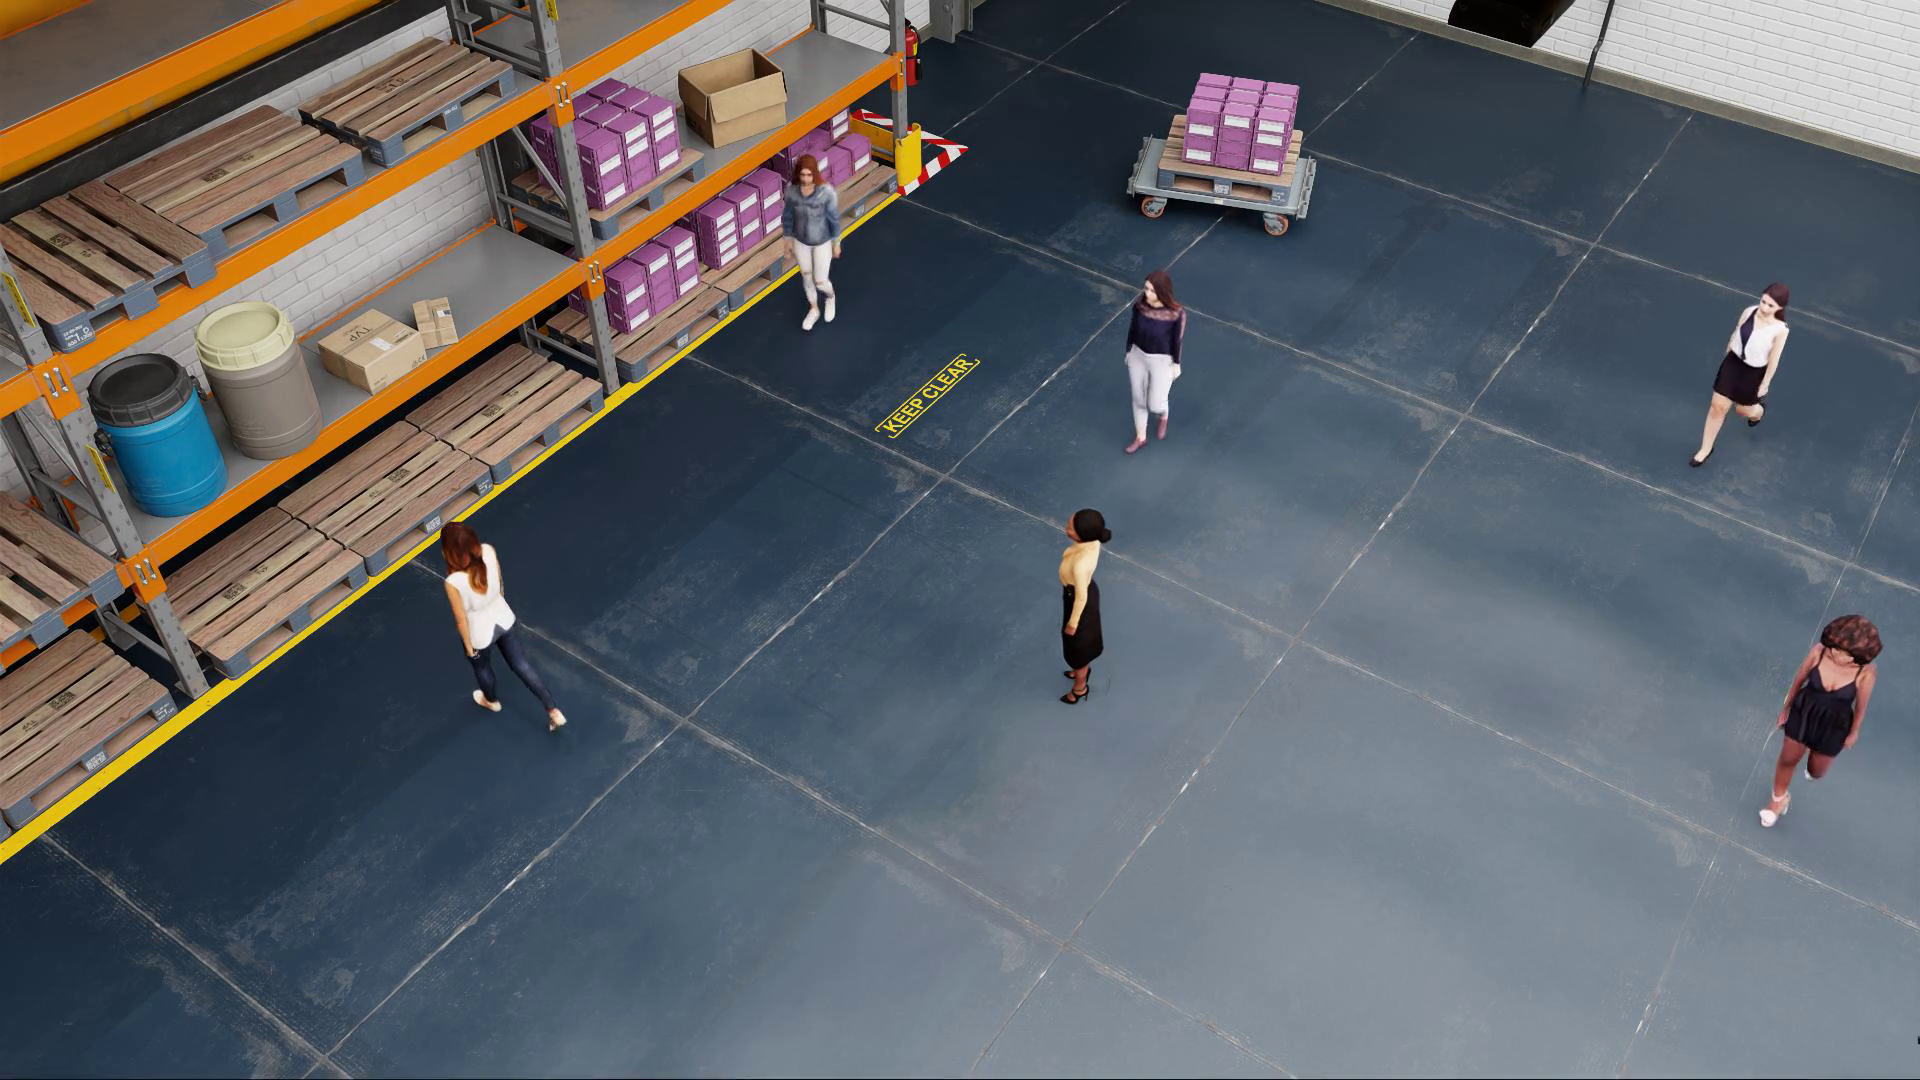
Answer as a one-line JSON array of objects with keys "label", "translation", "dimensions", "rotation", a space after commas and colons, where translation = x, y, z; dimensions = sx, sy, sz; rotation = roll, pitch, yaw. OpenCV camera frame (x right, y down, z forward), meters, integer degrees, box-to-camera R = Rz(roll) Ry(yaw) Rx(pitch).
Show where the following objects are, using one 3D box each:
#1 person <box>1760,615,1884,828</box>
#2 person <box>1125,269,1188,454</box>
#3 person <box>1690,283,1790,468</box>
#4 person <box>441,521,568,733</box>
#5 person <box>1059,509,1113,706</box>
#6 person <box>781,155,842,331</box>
[{"label": "person", "translation": [5.167, 1.037, 9.959], "dimensions": [0.652, 1.768, 0.877], "rotation": [27, 50, 26]}, {"label": "person", "translation": [1.486, -1.372, 12.607], "dimensions": [0.595, 1.602, 0.650], "rotation": [25, 49, 24]}, {"label": "person", "translation": [5.930, -1.264, 12.472], "dimensions": [1.007, 1.631, 0.758], "rotation": [-26, 49, -25]}, {"label": "person", "translation": [-2.894, 0.574, 10.450], "dimensions": [0.677, 1.760, 0.981], "rotation": [28, 50, 26]}, {"label": "person", "translation": [0.777, 0.424, 10.685], "dimensions": [0.703, 1.653, 0.588], "rotation": [10, 44, 10]}, {"label": "person", "translation": [-1.183, -2.507, 13.741], "dimensions": [0.714, 1.682, 0.732], "rotation": [15, 46, 15]}]
